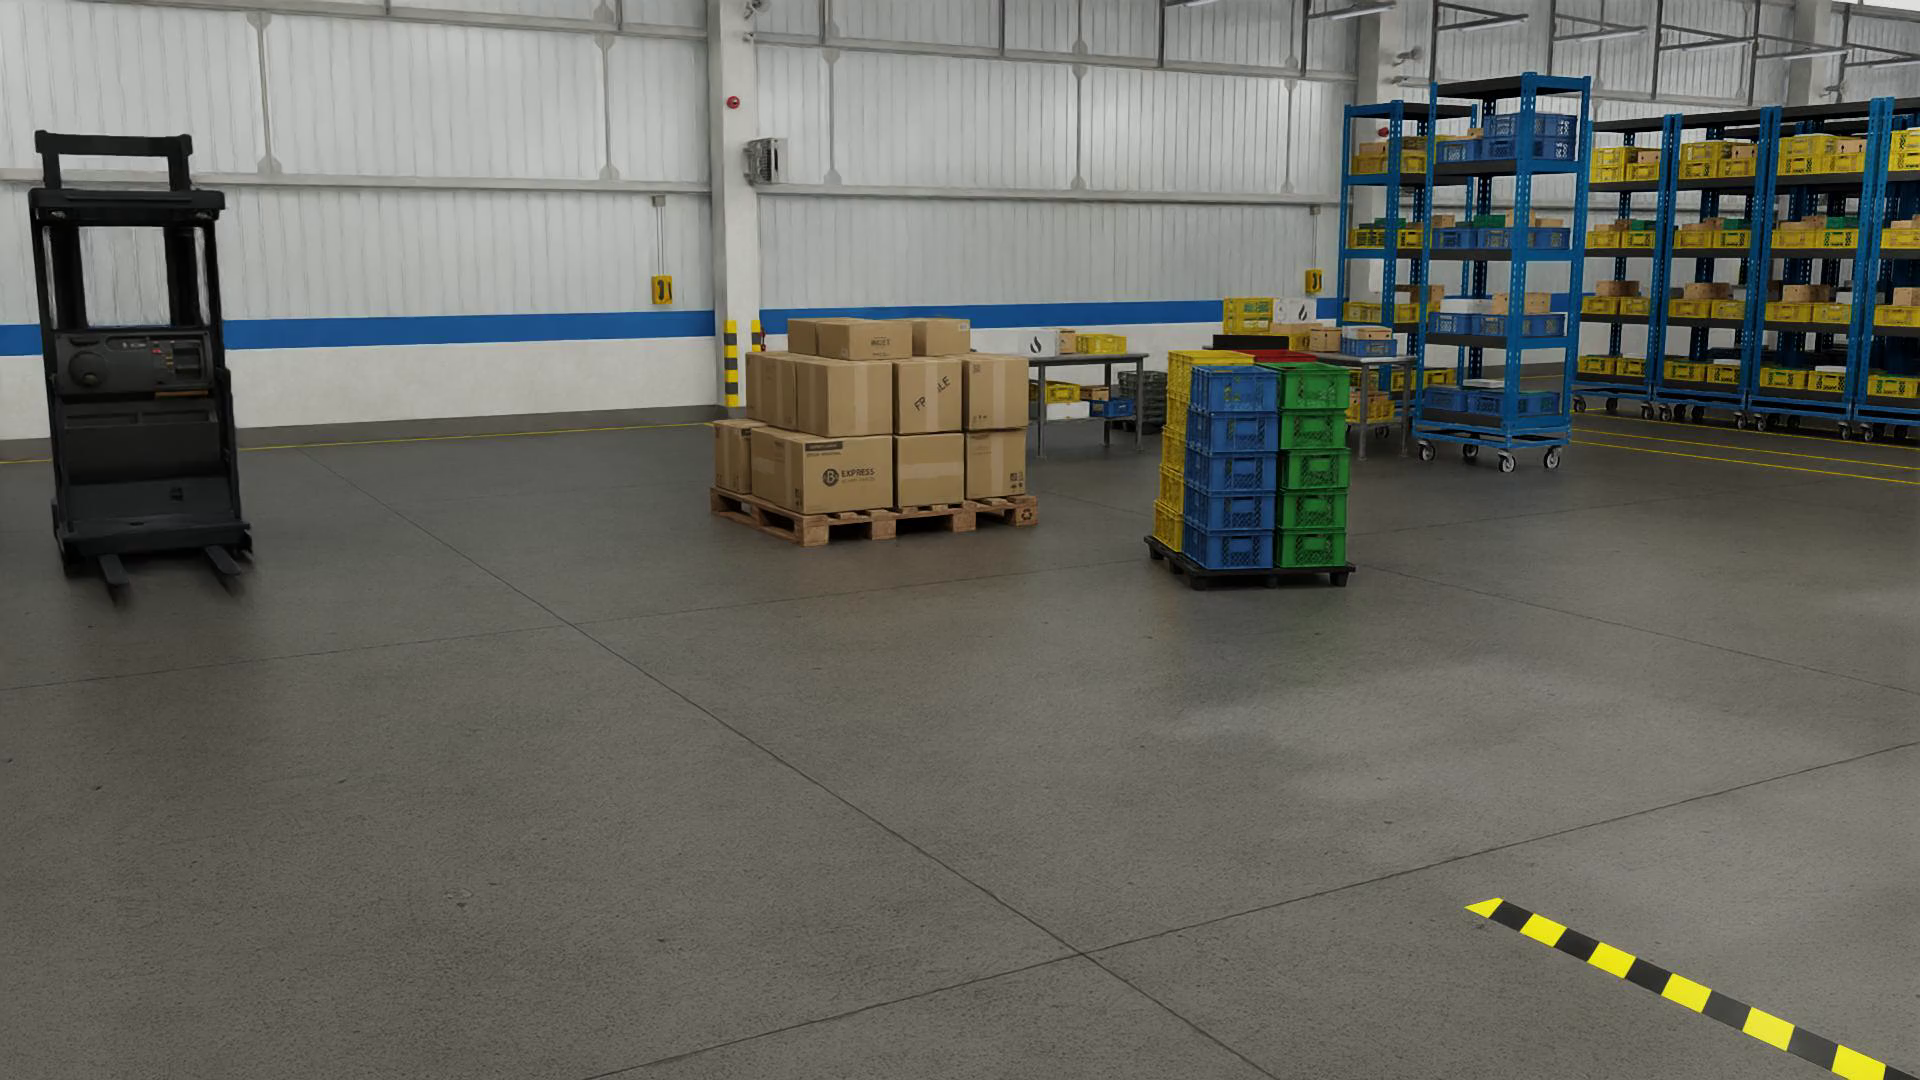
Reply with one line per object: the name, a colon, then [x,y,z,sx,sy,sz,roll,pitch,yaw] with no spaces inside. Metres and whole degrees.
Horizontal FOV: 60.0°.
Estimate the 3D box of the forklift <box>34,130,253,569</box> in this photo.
forklift: [-5.659,-1.356,11.350,1.129,2.768,1.873,-6,12,-30]
